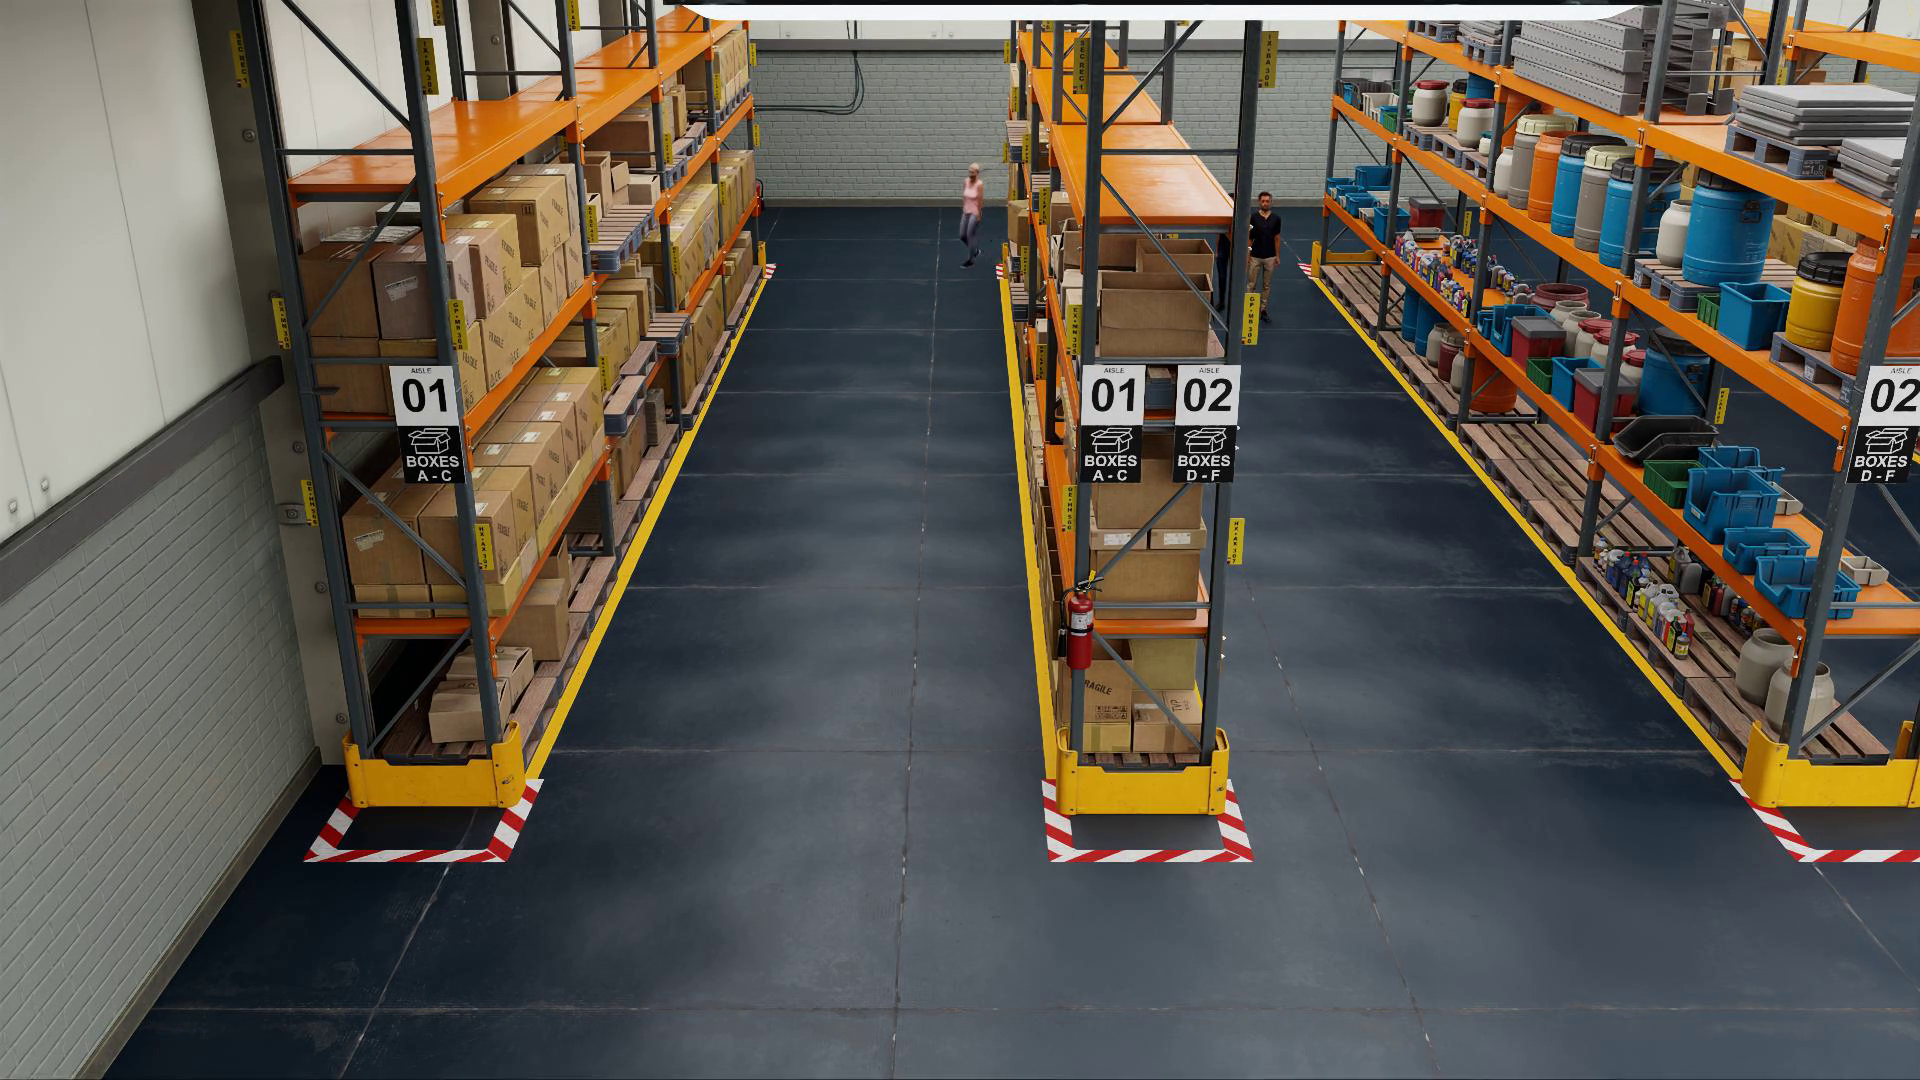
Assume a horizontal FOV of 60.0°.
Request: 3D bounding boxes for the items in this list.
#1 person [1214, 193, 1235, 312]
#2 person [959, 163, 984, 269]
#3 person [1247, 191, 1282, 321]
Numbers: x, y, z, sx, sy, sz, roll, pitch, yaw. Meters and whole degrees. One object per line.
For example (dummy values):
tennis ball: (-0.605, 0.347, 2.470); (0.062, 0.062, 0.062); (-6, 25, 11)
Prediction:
person: (3.903, -4.165, 24.084); (0.648, 1.735, 0.683); (14, 26, 30)
person: (0.248, -5.214, 26.708); (0.857, 1.692, 0.795); (-20, 29, -40)
person: (4.283, -4.024, 23.579); (0.637, 1.857, 0.655); (0, 22, 1)
